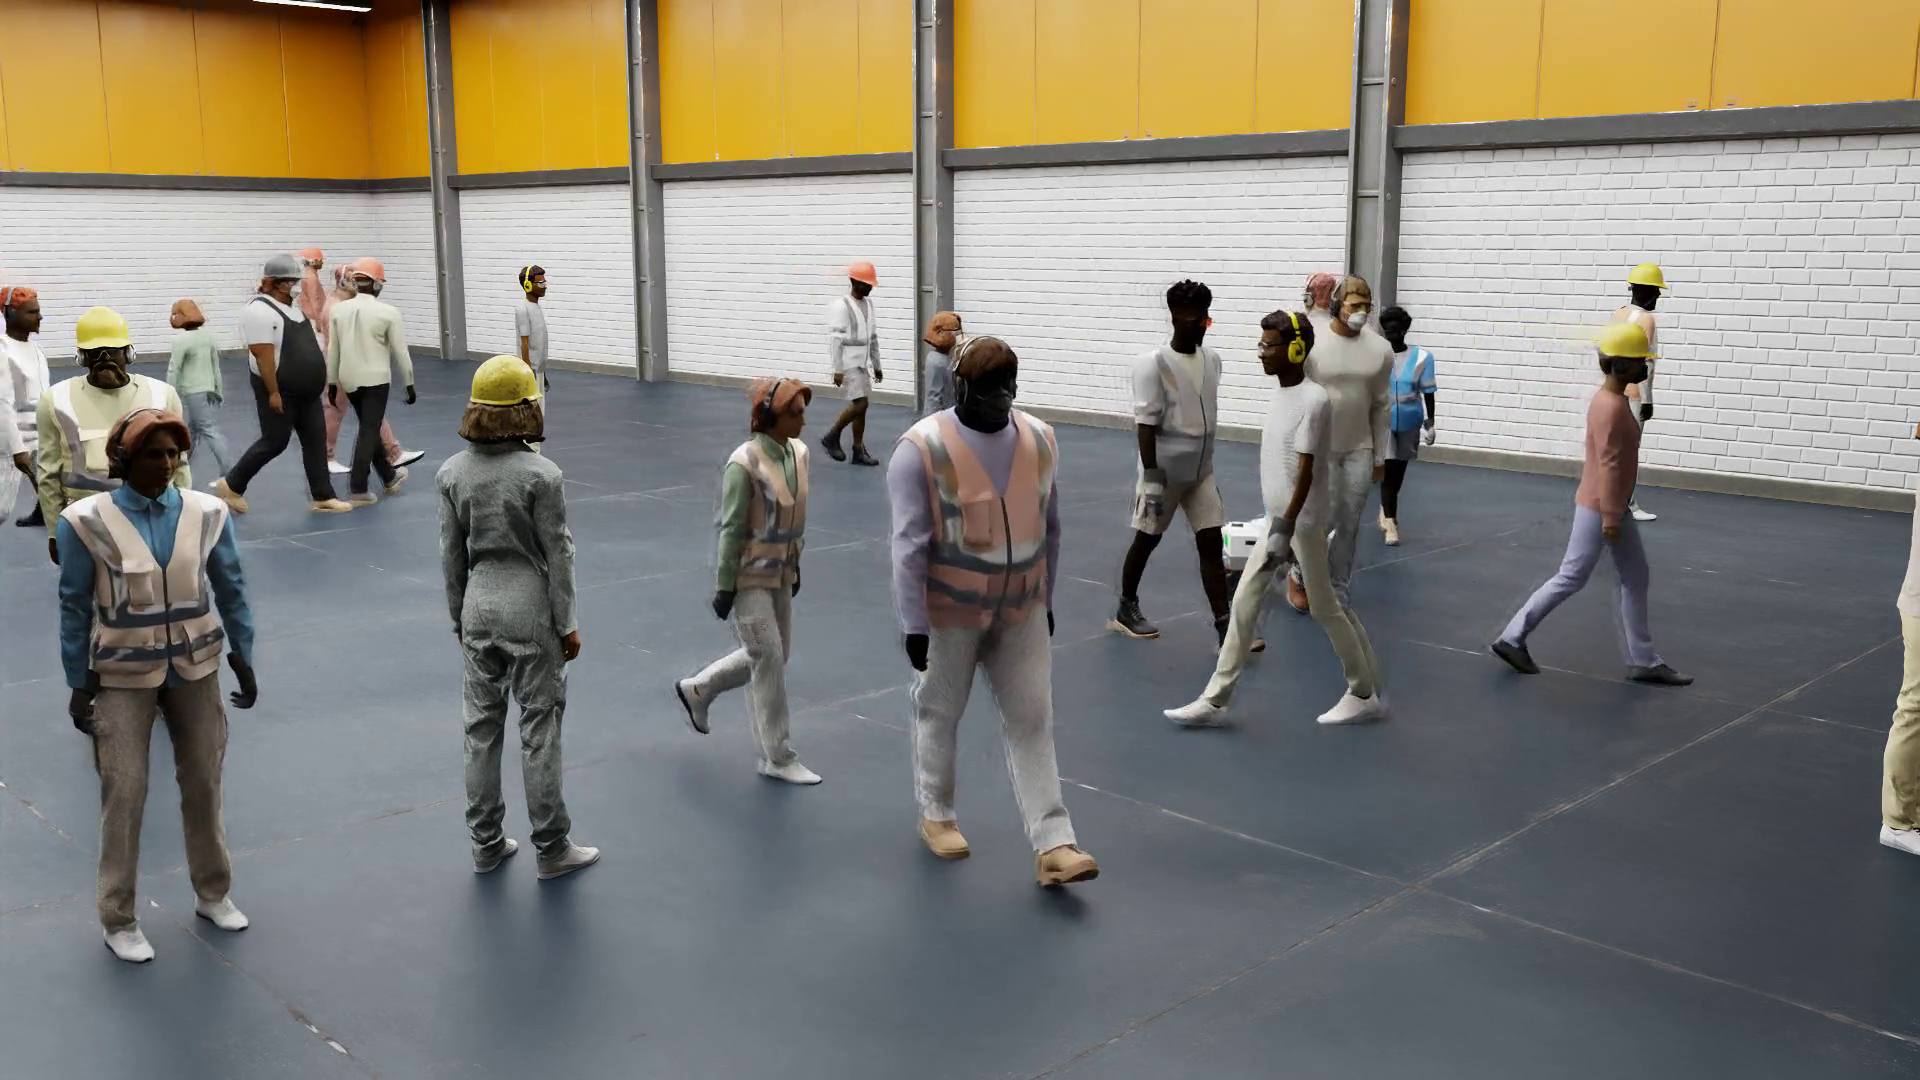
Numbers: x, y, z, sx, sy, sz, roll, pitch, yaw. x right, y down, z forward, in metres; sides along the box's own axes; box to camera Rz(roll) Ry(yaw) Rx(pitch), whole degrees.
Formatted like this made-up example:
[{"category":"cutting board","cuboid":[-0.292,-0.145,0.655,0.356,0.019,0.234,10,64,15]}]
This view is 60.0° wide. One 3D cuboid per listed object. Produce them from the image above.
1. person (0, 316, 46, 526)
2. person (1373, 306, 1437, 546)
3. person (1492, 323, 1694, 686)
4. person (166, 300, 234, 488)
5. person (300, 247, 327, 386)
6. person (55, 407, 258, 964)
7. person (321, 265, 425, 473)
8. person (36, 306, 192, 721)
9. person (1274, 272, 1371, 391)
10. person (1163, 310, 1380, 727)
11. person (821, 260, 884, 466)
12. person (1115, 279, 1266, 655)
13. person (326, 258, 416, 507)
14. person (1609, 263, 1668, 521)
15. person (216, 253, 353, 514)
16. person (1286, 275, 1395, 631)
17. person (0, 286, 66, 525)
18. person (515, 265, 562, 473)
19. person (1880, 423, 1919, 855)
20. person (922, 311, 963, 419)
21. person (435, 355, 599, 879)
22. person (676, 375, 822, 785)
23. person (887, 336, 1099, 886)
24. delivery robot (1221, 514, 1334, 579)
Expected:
[{"category":"person","cuboid":[-7.114,-1.008,12.059,0.992,1.884,0.554,-1,10,-4]},{"category":"person","cuboid":[3.057,-0.820,11.705,0.542,1.646,0.858,1,10,7]},{"category":"person","cuboid":[3.039,-0.174,7.931,0.892,1.725,0.530,5,12,26]},{"category":"person","cuboid":[-6.519,-1.230,14.063,0.843,1.581,0.522,2,11,8]},{"category":"person","cuboid":[-9.109,-3.119,23.331,0.747,1.978,0.626,-3,11,-18]},{"category":"person","cuboid":[-2.396,0.418,4.985,0.531,1.634,0.328,-10,15,-44]},{"category":"person","cuboid":[-5.359,-1.514,14.874,0.971,1.855,0.679,0,10,-1]},{"category":"person","cuboid":[-3.635,-0.091,7.205,0.603,1.830,0.404,-7,13,-34]},{"category":"person","cuboid":[2.338,-0.787,10.847,0.670,1.888,0.426,-3,11,-16]},{"category":"person","cuboid":[1.410,-0.071,7.148,0.980,1.821,0.512,-3,11,-18]},{"category":"person","cuboid":[-0.961,-1.614,15.307,0.547,1.907,0.615,5,12,28]},{"category":"person","cuboid":[1.140,-0.369,8.526,0.641,1.911,1.012,-7,13,-35]},{"category":"person","cuboid":[-4.686,-1.280,13.380,0.651,1.939,0.990,3,11,14]},{"category":"person","cuboid":[5.069,-1.114,12.540,0.383,1.923,0.588,0,10,-2]},{"category":"person","cuboid":[-5.197,-1.194,12.654,0.886,2.000,0.684,2,11,9]},{"category":"person","cuboid":[2.039,-0.467,9.010,0.637,1.922,0.464,-2,11,-13]},{"category":"person","cuboid":[-5.626,-0.584,9.886,0.971,1.850,0.572,1,10,3]},{"category":"person","cuboid":[-3.719,-1.467,14.614,0.323,1.871,0.530,0,10,-1]},{"category":"person","cuboid":[3.408,0.274,5.763,0.280,1.633,0.500,8,13,36]},{"category":"person","cuboid":[-0.116,-0.707,11.111,0.279,1.632,0.502,2,11,11]},{"category":"person","cuboid":[-1.479,0.260,5.536,0.484,1.745,0.297,3,11,18]},{"category":"person","cuboid":[-0.857,0.144,6.540,0.650,1.613,0.527,5,11,25]},{"category":"person","cuboid":[0.110,0.247,5.451,0.653,1.799,0.926,-4,11,-23]},{"category":"delivery robot","cuboid":[1.895,0.021,9.826,0.707,0.478,0.477,1,10,8]}]
